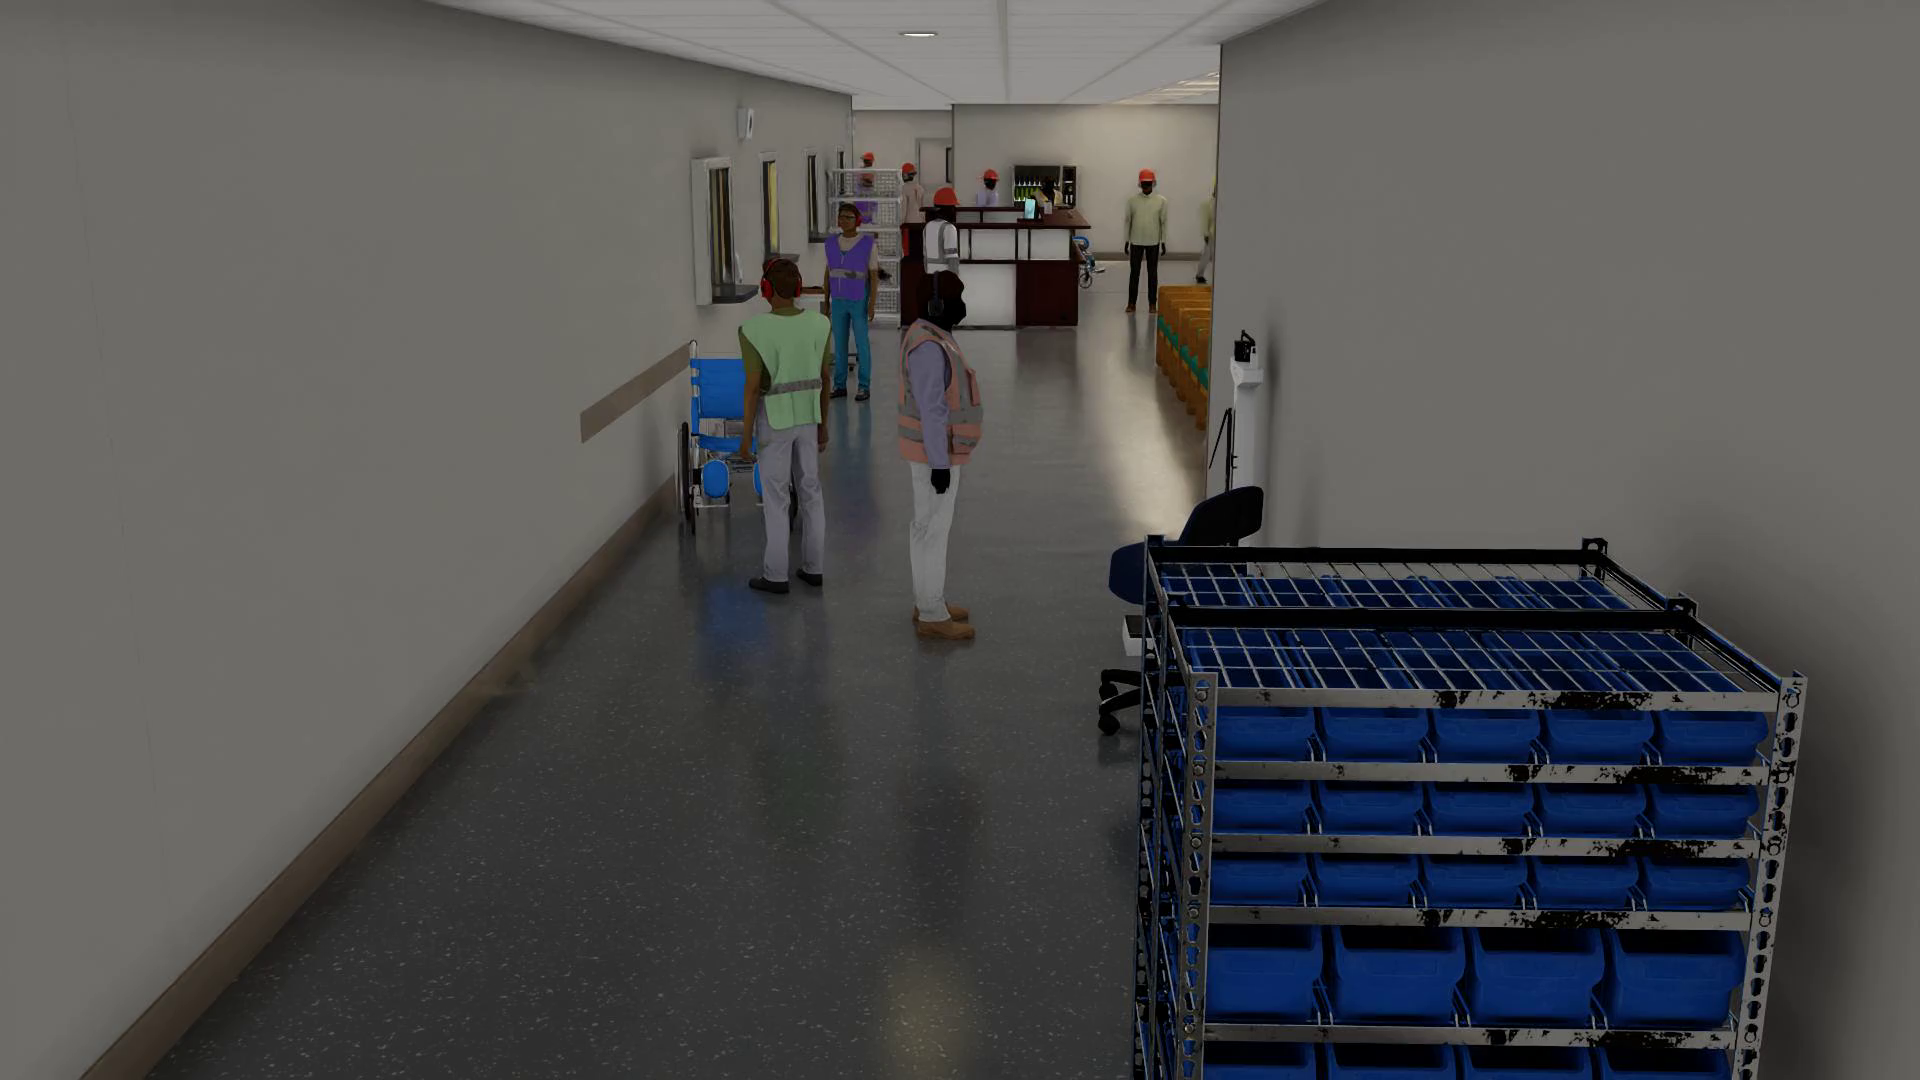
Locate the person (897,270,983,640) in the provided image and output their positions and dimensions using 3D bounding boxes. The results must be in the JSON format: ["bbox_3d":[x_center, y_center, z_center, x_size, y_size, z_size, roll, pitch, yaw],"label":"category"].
[{"bbox_3d":[-0.100,-0.430,8.384,0.429,1.845,0.621,-1,14,-3],"label":"person"}]

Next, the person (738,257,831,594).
[{"bbox_3d":[-0.948,-0.619,9.141,0.568,1.845,0.386,-11,18,-38],"label":"person"}]

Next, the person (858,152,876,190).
[{"bbox_3d":[-2.187,-8.127,39.254,0.455,2.022,0.604,2,14,9],"label":"person"}]

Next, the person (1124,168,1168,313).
[{"bbox_3d":[2.596,-4.187,23.311,0.611,1.996,0.379,3,14,11],"label":"person"}]

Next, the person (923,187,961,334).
[{"bbox_3d":[-0.158,-2.701,17.404,0.357,1.937,0.551,-9,17,-33],"label":"person"}]

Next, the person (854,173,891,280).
[{"bbox_3d":[-1.577,-5.273,27.983,0.553,1.876,1.033,10,17,34],"label":"person"}]

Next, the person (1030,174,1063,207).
[{"bbox_3d":[1.409,-4.977,26.865,0.630,1.835,0.429,-7,16,-27],"label":"person"}]

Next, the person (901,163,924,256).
[{"bbox_3d":[-0.837,-5.226,27.534,0.390,1.991,0.624,10,17,35],"label":"person"}]

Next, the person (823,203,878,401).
[{"bbox_3d":[-1.033,-2.255,15.774,0.566,1.850,0.389,6,15,23],"label":"person"}]
